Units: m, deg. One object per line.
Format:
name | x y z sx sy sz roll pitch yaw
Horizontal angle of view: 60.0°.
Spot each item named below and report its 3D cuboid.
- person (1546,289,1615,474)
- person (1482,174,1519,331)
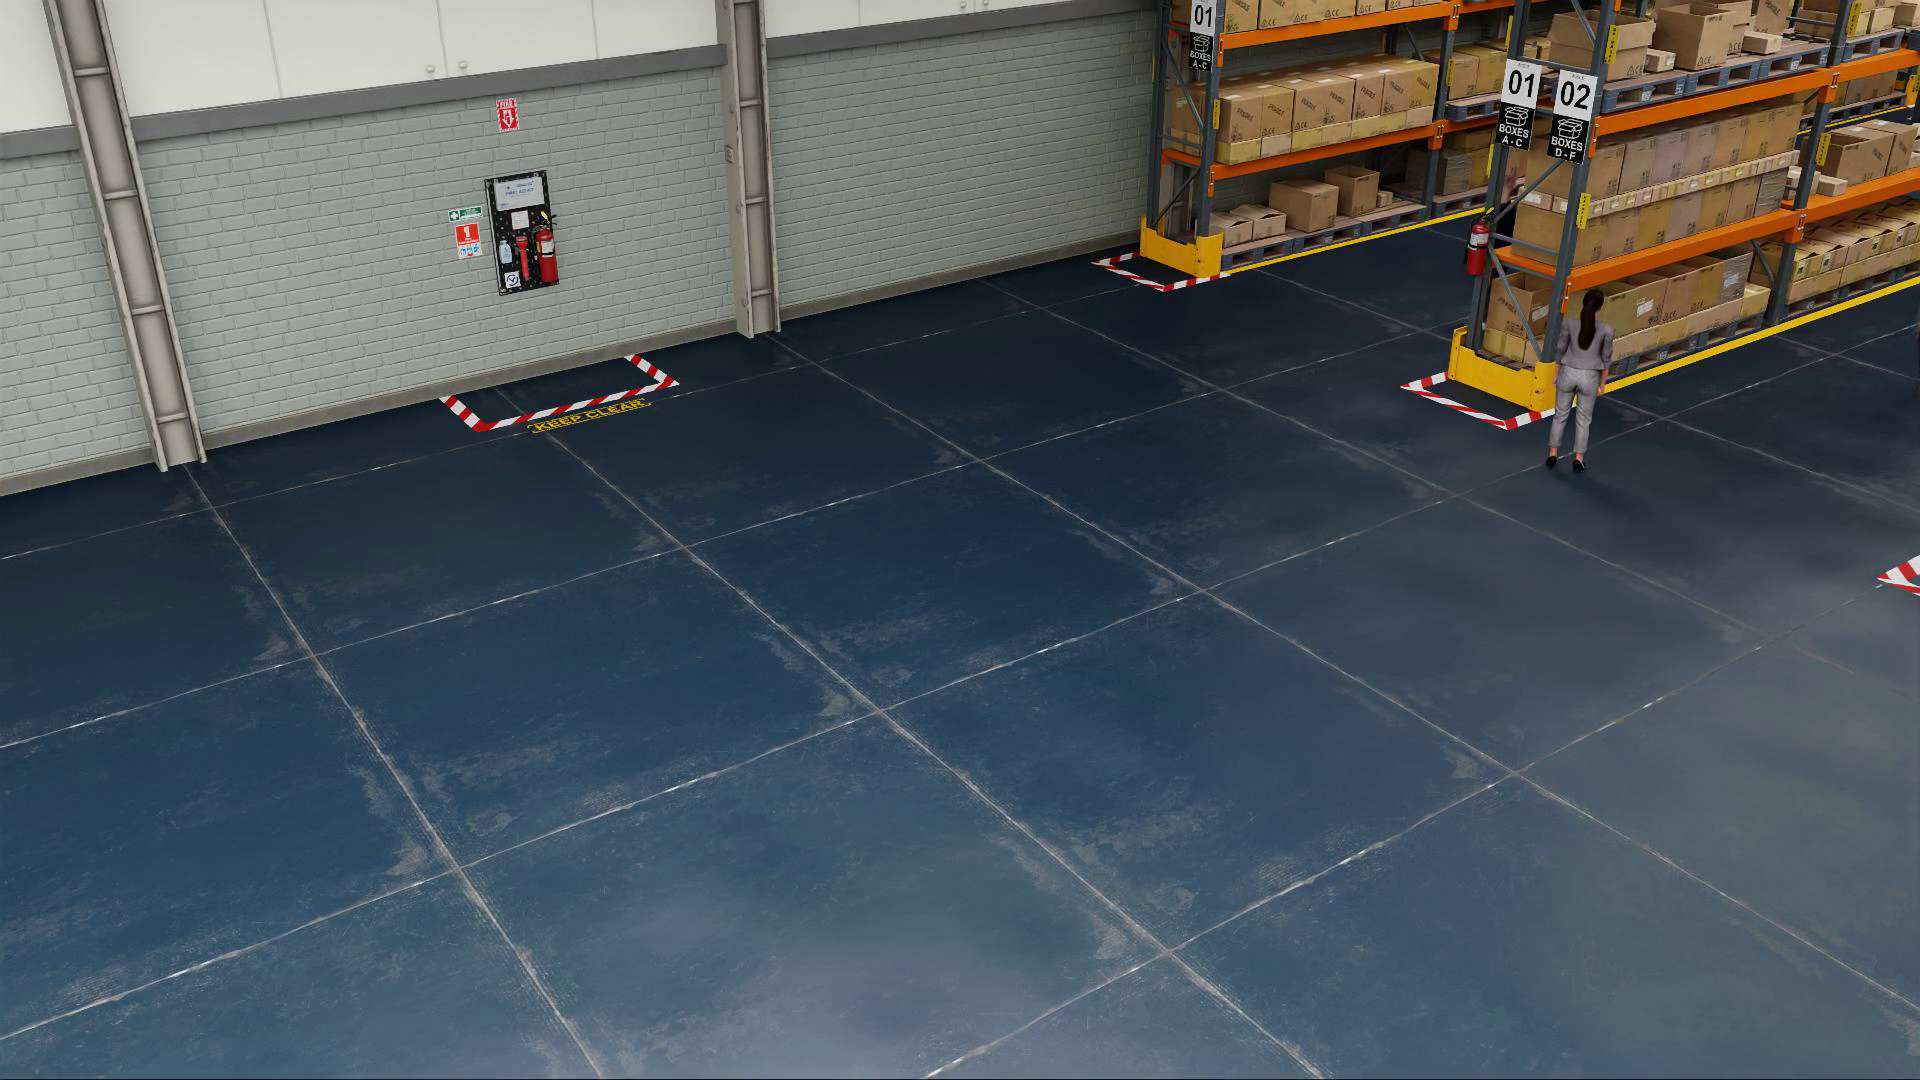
person | 5.460 -1.404 14.690 0.716 1.677 0.727 13 30 24
person | 5.794 -3.117 18.009 0.678 1.685 0.692 -5 28 -9
